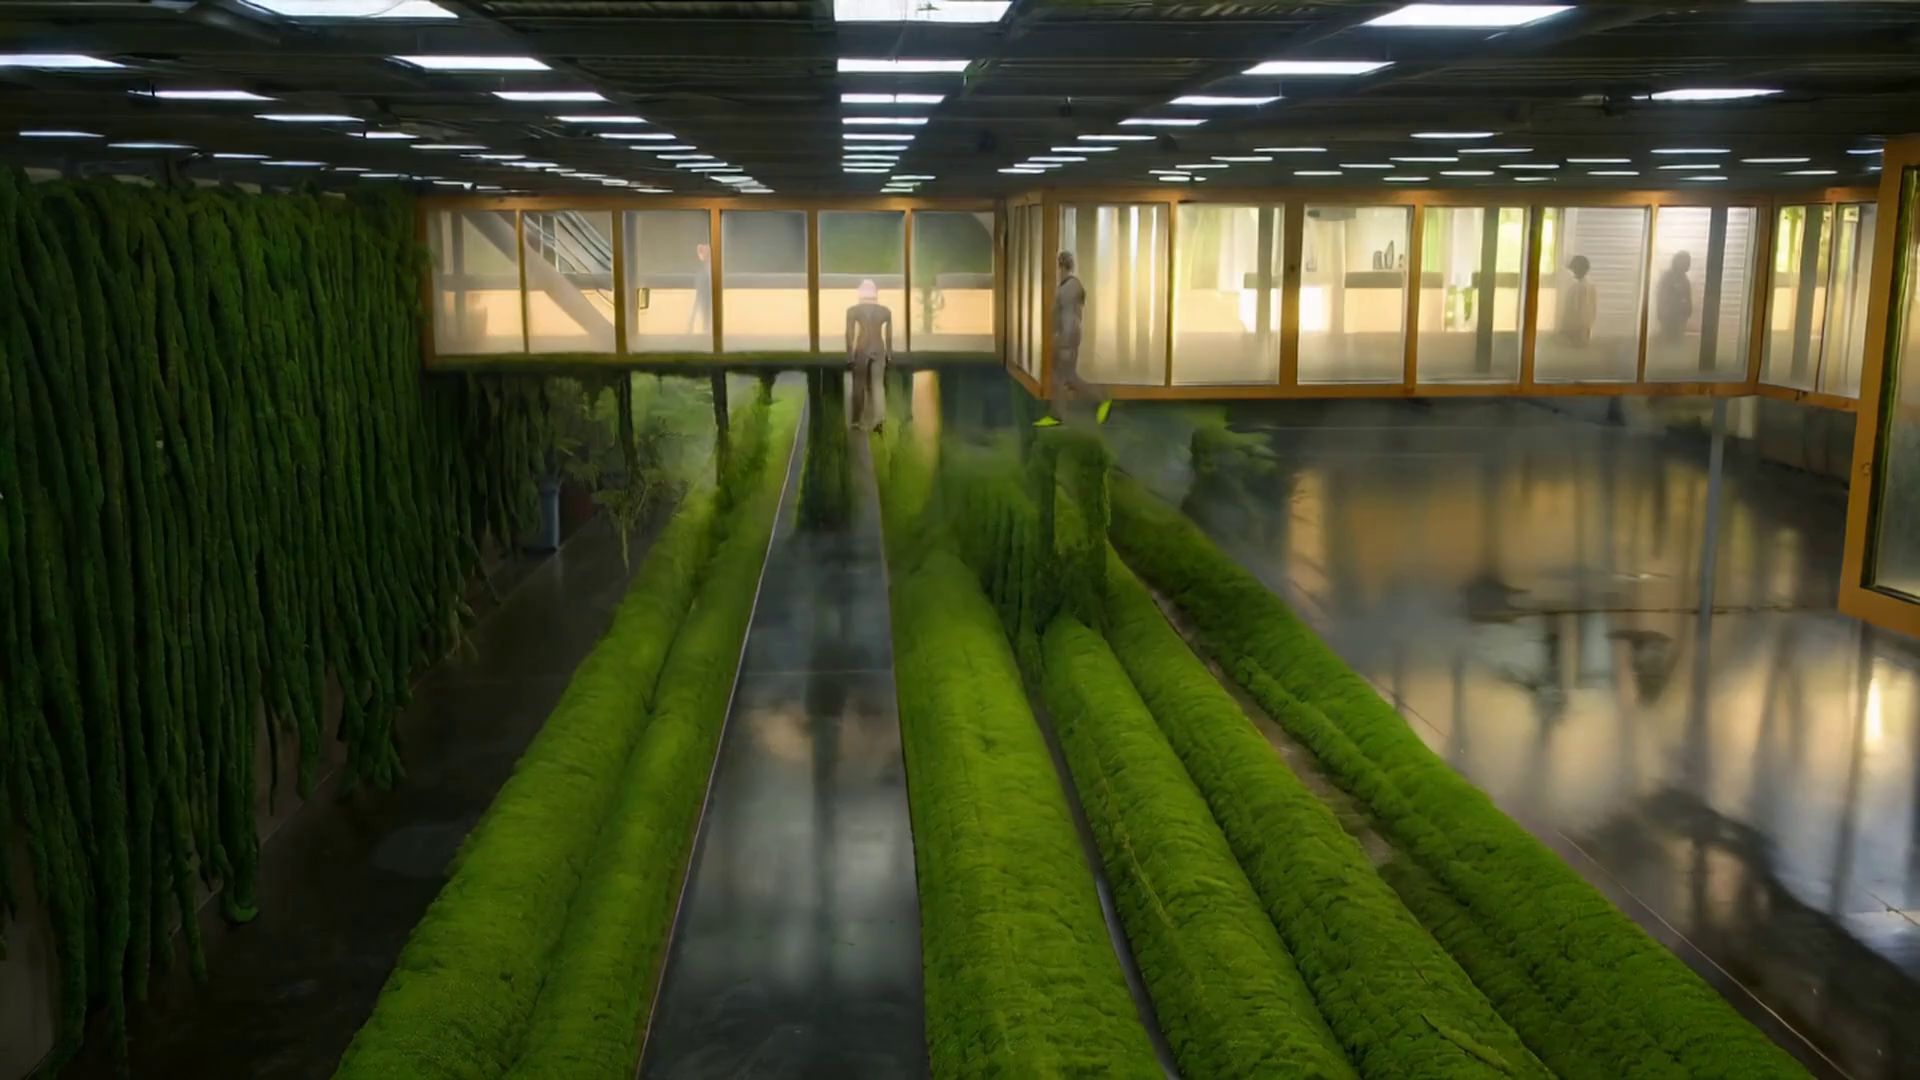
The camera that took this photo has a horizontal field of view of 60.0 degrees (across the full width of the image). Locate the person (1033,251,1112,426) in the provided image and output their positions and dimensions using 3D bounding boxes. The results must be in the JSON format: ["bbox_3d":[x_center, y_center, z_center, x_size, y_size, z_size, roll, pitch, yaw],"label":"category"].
[{"bbox_3d":[1.200,-2.128,17.720,0.765,1.880,0.651,0,11,0],"label":"person"}]

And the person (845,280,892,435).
[{"bbox_3d":[-0.947,-1.889,17.224,0.517,1.585,0.881,-3,11,-17],"label":"person"}]
